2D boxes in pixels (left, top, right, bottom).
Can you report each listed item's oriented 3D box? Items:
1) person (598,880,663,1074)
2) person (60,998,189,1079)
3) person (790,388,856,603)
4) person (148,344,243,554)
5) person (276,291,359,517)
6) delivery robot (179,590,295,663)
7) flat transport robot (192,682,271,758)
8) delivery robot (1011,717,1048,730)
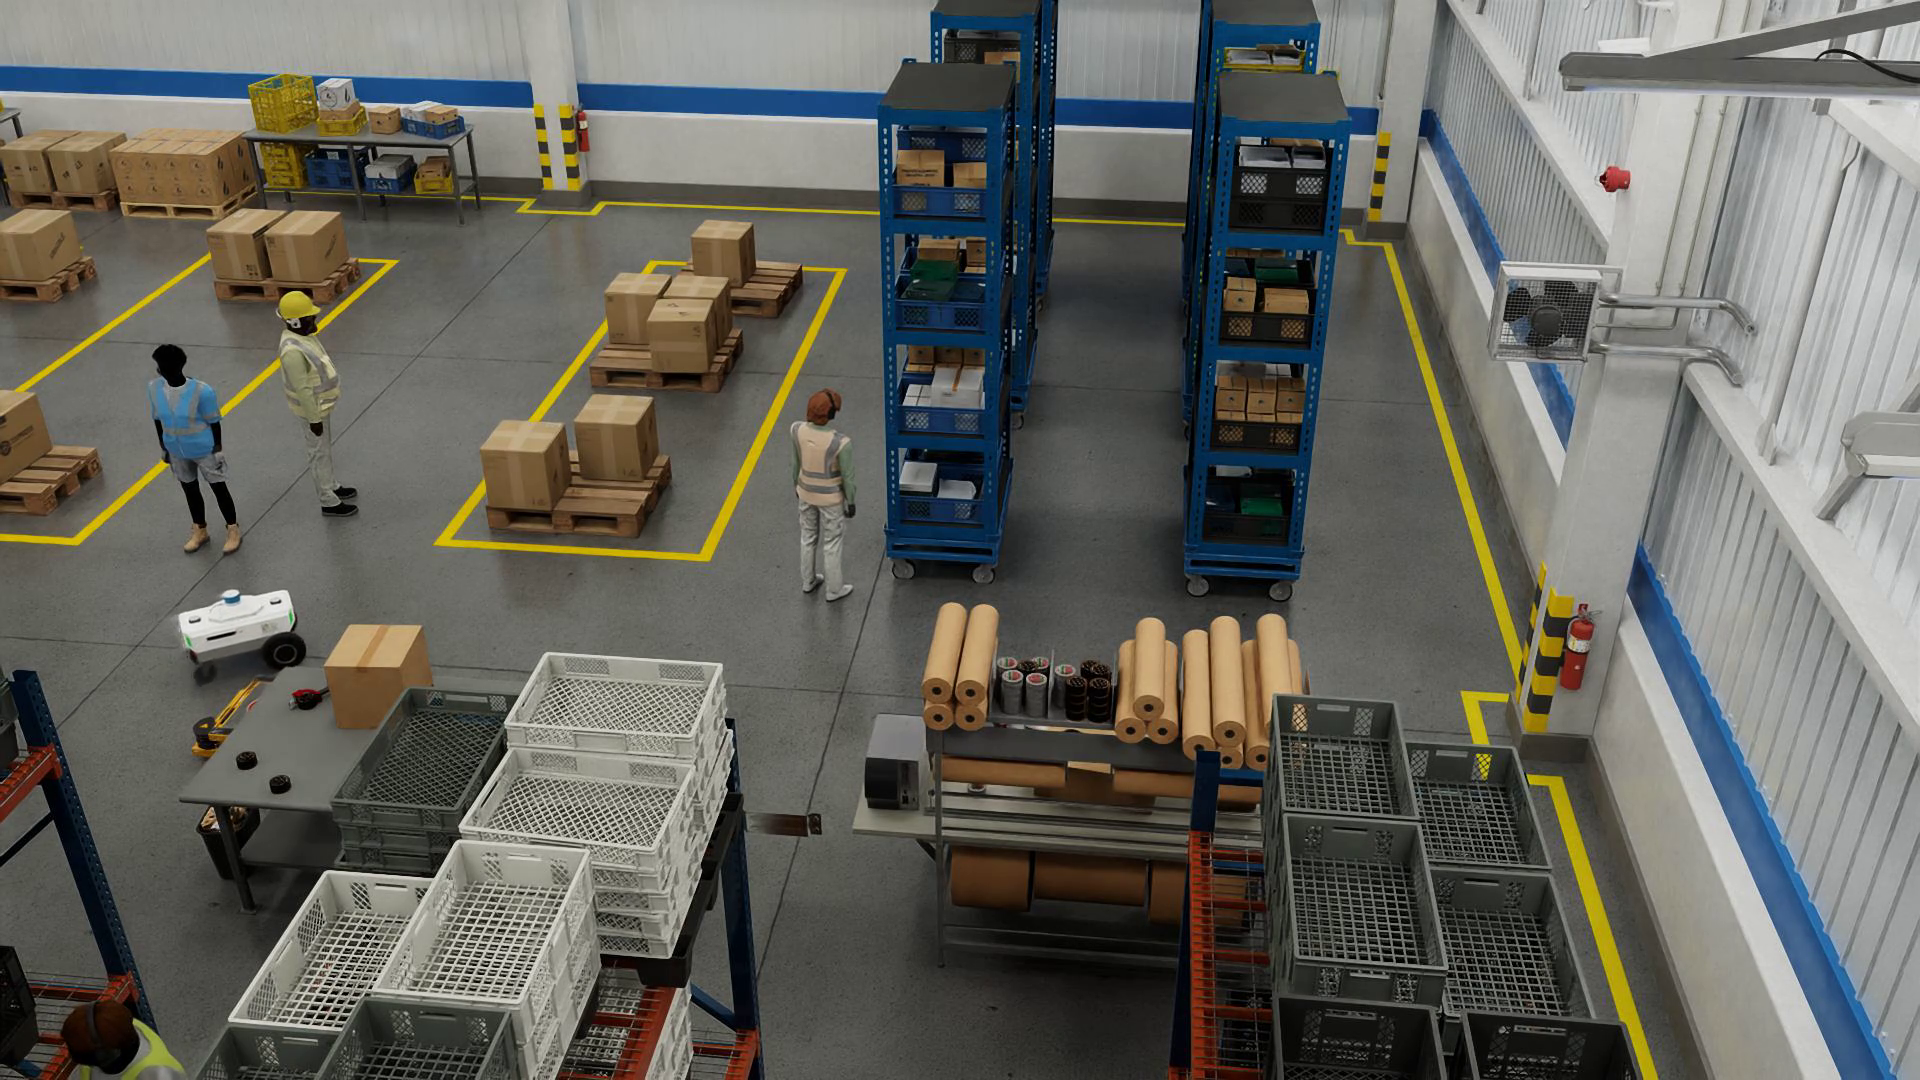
[{"bbox_3d":[-1.671,1.784,7.946,0.630,1.931,0.359,-4,30,-7],"label":"person"},{"bbox_3d":[-3.257,2.545,6.730,0.621,1.840,0.430,26,39,37],"label":"person"},{"bbox_3d":[-0.972,-0.308,11.831,0.526,1.631,0.313,16,34,25],"label":"person"},{"bbox_3d":[-5.723,-0.680,12.406,0.533,1.697,0.318,3,30,5],"label":"person"},{"bbox_3d":[-5.006,-1.068,12.937,0.403,1.835,0.588,-8,31,-14],"label":"person"},{"bbox_3d":[-4.905,0.566,11.304,0.707,0.478,0.477,-14,33,-23],"label":"delivery robot"},{"bbox_3d":[-4.089,1.163,10.648,1.431,0.197,0.652,3,30,6],"label":"flat transport robot"},{"bbox_3d":[0.663,1.179,10.251,0.707,0.478,0.477,21,36,32],"label":"delivery robot"}]
